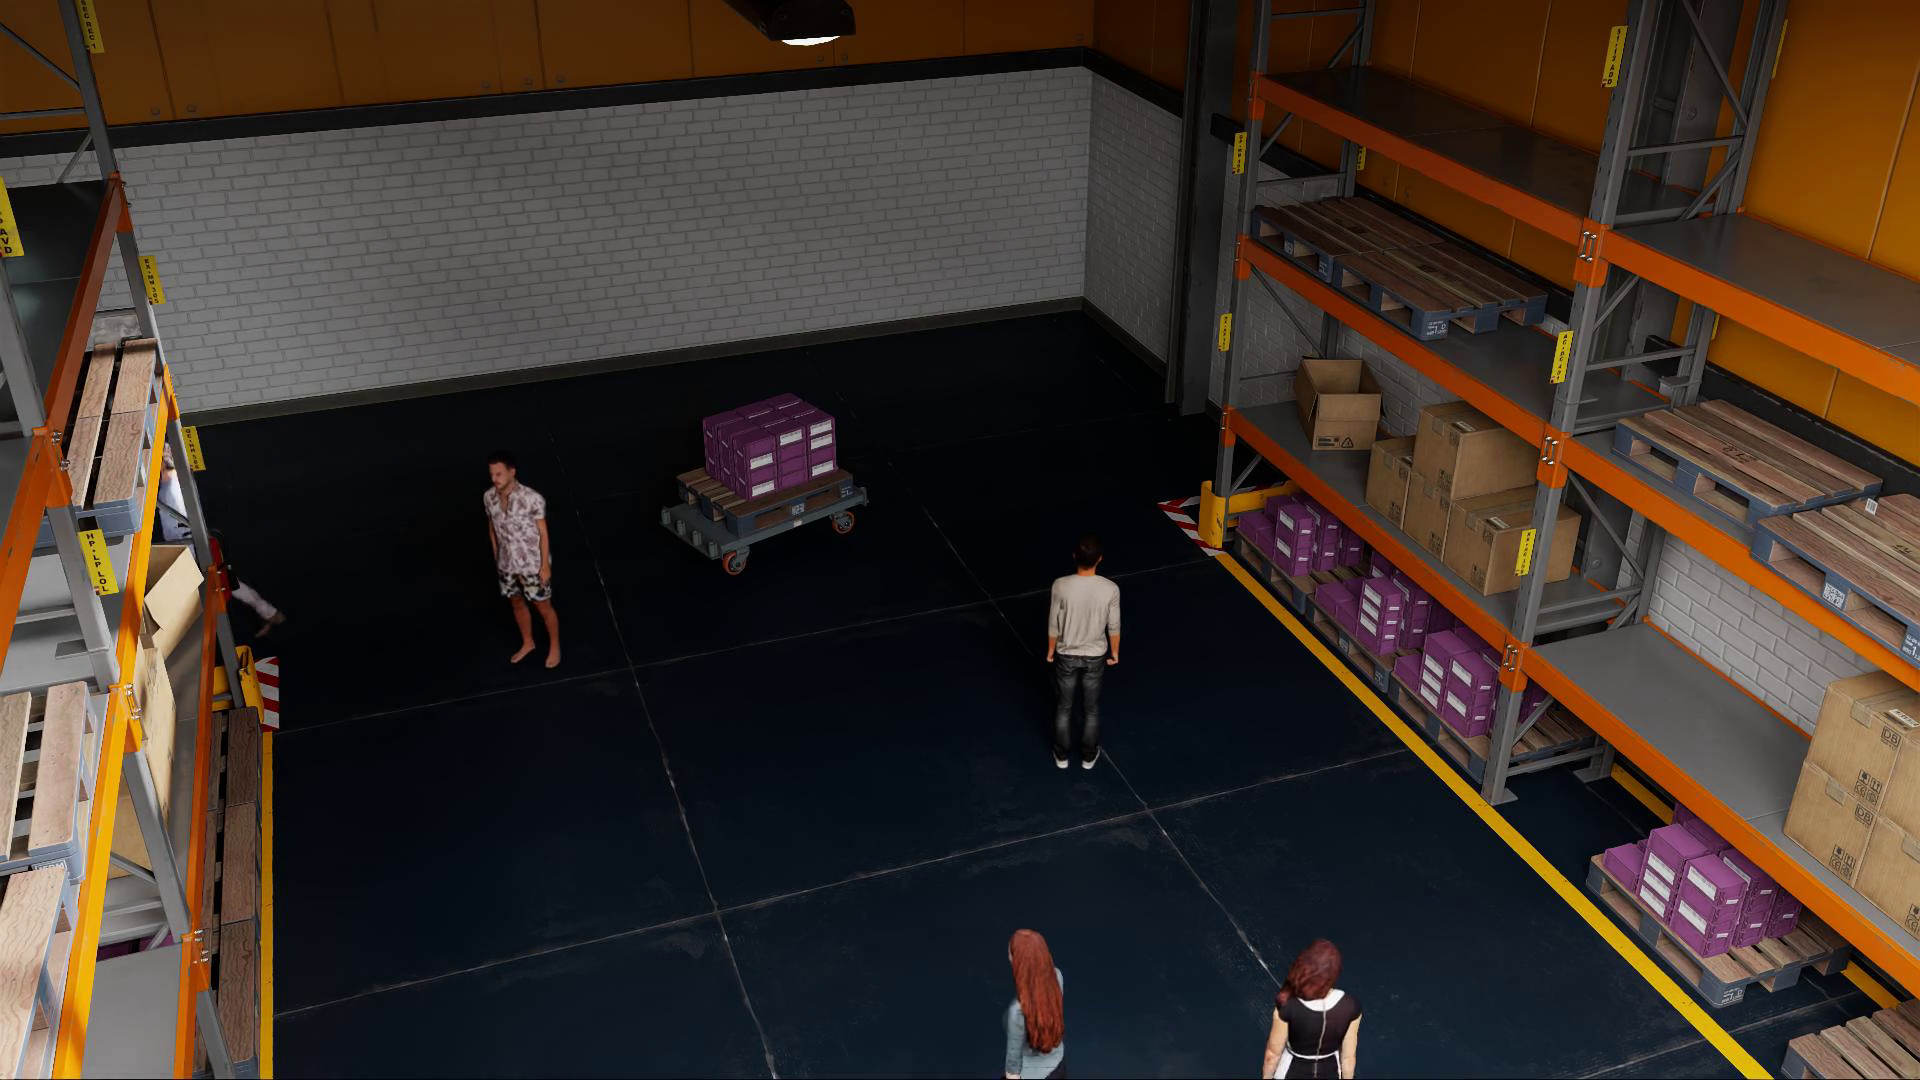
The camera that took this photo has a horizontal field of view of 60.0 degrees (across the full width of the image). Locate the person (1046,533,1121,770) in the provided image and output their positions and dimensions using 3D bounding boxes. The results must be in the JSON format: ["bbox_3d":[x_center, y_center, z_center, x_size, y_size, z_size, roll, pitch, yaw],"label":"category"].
[{"bbox_3d":[0.832,0.783,11.429,0.720,1.807,0.675,1,29,2],"label":"person"}]

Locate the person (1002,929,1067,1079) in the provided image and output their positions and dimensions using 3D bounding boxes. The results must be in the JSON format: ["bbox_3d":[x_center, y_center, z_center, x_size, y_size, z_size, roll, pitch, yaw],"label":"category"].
[{"bbox_3d":[0.419,2.649,8.086,0.699,1.732,0.719,-25,37,-38],"label":"person"}]

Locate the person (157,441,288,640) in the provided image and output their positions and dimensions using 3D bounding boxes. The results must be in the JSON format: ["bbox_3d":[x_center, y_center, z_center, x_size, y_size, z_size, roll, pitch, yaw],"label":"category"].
[{"bbox_3d":[-5.758,0.081,12.677,0.742,1.844,1.190,-10,30,-17],"label":"person"}]

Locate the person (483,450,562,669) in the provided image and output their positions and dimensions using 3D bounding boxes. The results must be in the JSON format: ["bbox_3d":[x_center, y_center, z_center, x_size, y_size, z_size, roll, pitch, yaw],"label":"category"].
[{"bbox_3d":[-3.305,0.119,12.646,0.769,1.808,0.797,8,30,15],"label":"person"}]

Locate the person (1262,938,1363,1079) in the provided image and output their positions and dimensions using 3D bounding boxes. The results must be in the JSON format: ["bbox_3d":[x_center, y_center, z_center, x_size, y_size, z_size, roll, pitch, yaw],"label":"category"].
[{"bbox_3d":[1.666,2.705,7.944,0.804,1.771,1.142,-1,29,-2],"label":"person"}]
